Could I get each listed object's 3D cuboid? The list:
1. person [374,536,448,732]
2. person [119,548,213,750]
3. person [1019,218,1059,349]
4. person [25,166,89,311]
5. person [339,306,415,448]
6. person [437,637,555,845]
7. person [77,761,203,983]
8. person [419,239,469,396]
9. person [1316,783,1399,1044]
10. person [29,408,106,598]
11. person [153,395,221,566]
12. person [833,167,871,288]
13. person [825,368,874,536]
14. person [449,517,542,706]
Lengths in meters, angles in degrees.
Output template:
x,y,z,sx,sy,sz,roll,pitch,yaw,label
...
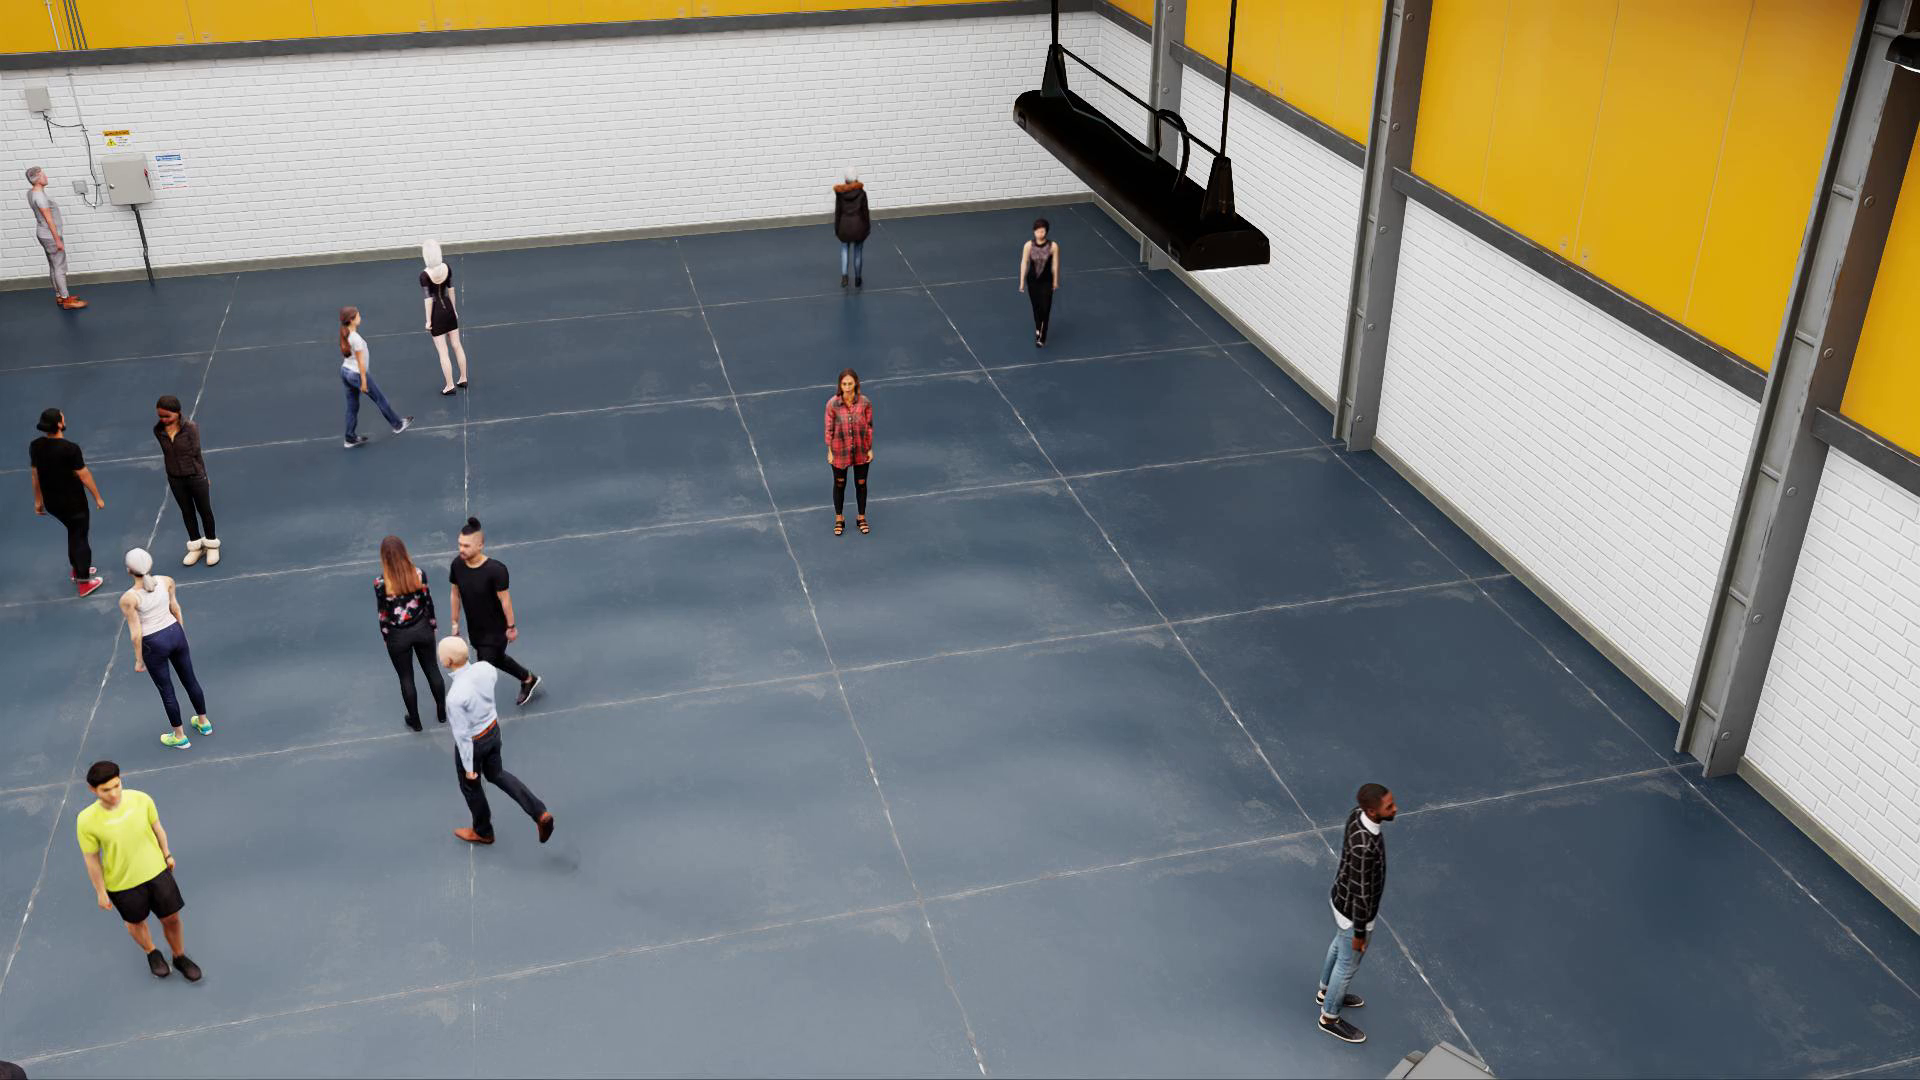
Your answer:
x,y,z,sx,sy,sz,roll,pitch,yaw,label
-4.307,0.724,13.017,0.633,1.684,0.597,-16,33,-27,person
-6.132,0.825,12.813,0.731,1.702,0.682,18,33,29,person
0.986,-3.145,20.242,0.889,1.558,1.113,5,29,9,person
-11.654,-3.877,21.297,0.835,1.832,0.678,-23,36,-36,person
-6.459,-1.712,17.646,0.999,1.528,0.956,22,36,35,person
-3.276,1.455,11.589,1.098,1.767,1.107,12,31,21,person
-5.272,2.063,10.552,0.801,1.694,0.848,-23,36,-35,person
-5.861,-2.525,18.821,0.688,1.829,0.644,18,34,30,person
2.400,2.218,10.136,0.804,1.819,0.653,6,29,10,person
-8.025,-0.298,14.834,0.814,1.738,0.827,6,29,11,person
-7.183,-0.597,15.462,0.663,1.661,0.606,-7,29,-13,person
-1.426,-4.097,21.908,0.725,1.633,0.775,2,29,4,person
-1.045,-0.849,15.882,0.636,1.702,0.580,-4,29,-7,person
-3.655,0.641,13.021,1.186,1.826,1.257,15,32,25,person
